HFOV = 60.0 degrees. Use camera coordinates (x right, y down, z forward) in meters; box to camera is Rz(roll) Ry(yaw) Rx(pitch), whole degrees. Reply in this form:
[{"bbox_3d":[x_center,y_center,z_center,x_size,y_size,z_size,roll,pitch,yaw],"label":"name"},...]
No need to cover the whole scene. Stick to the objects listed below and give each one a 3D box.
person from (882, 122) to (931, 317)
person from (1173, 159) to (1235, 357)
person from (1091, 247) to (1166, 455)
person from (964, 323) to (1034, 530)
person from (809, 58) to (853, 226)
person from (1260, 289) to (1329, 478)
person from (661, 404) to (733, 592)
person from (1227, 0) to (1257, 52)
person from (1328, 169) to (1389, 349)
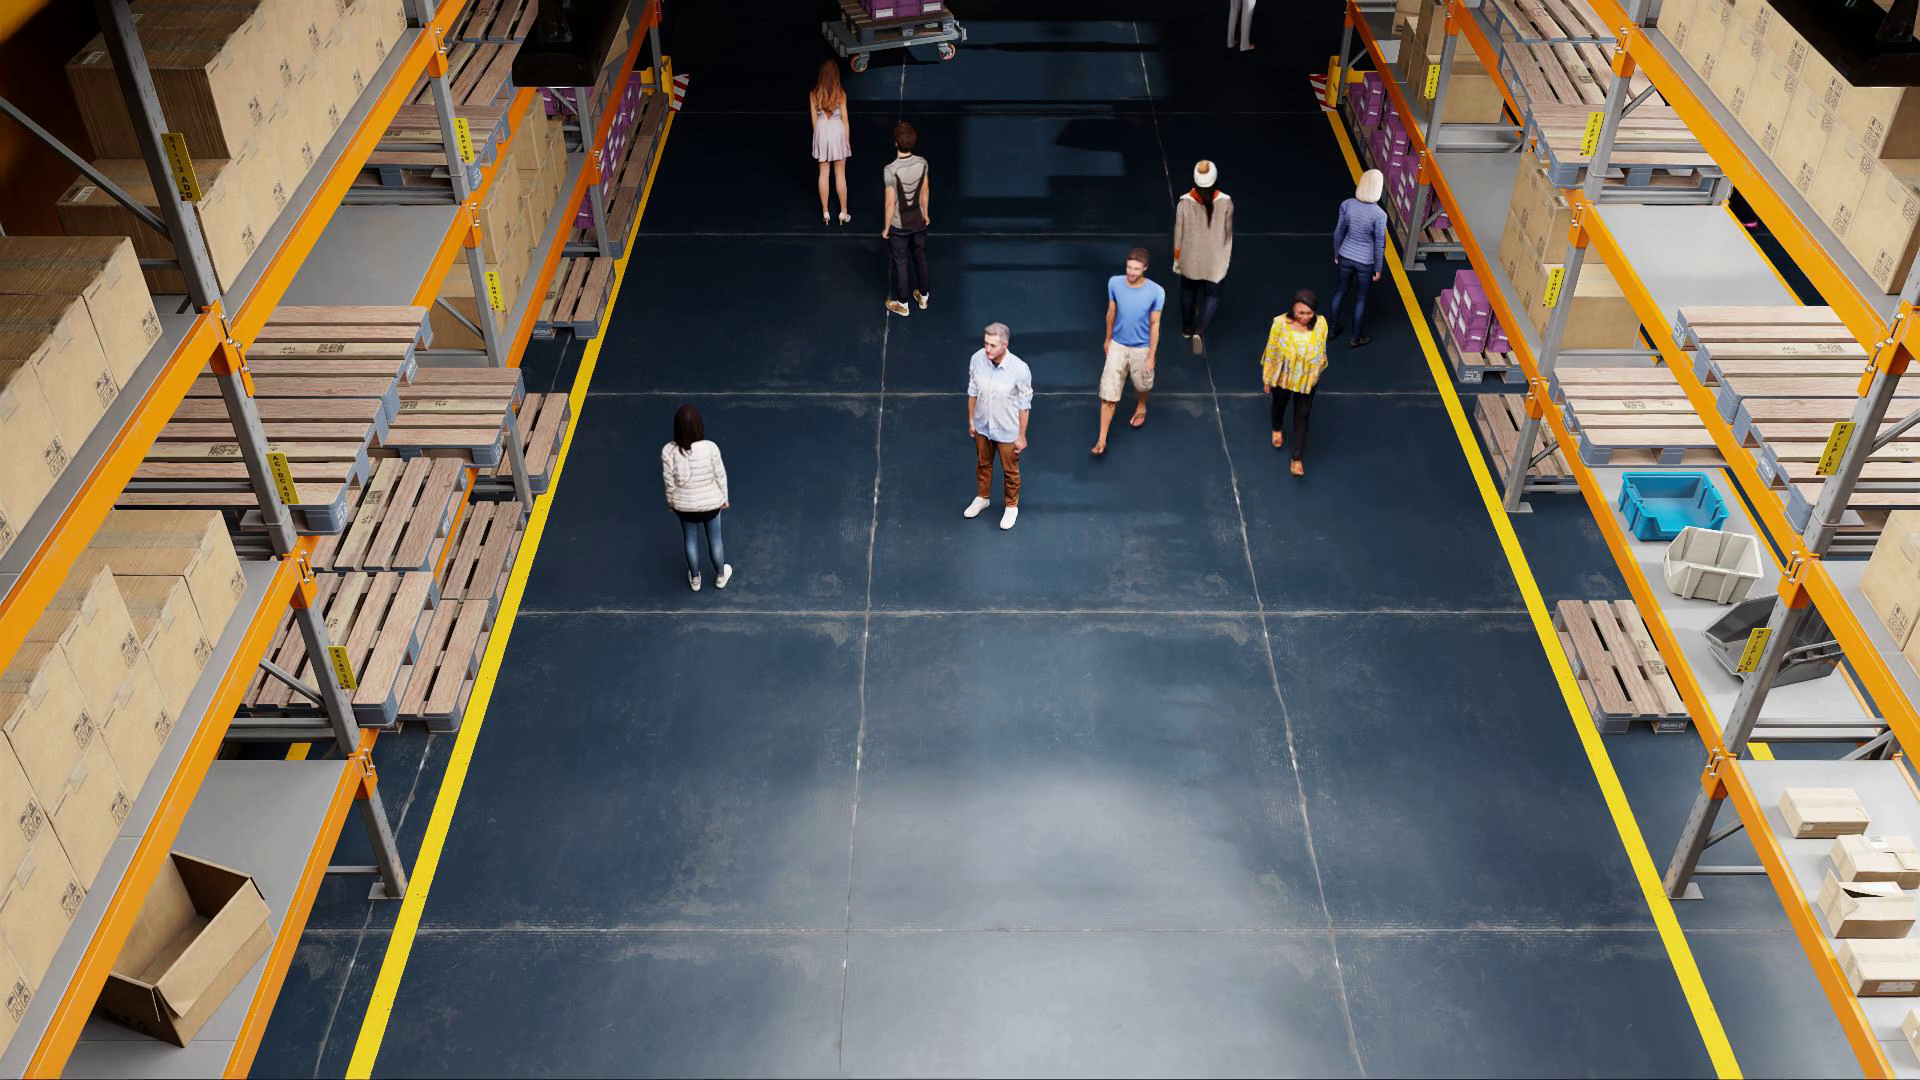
[{"bbox_3d":[-0.501,-3.002,15.598,0.735,1.894,0.736,-21,43,-25],"label":"person"},{"bbox_3d":[2.184,-2.545,15.045,0.857,1.868,1.083,10,40,12],"label":"person"},{"bbox_3d":[1.474,-1.671,13.994,0.934,1.814,1.295,12,40,15],"label":"person"},{"bbox_3d":[0.299,-0.920,13.045,0.766,1.825,0.736,18,42,21],"label":"person"},{"bbox_3d":[-1.324,-4.064,17.027,0.584,1.769,0.601,4,39,5],"label":"person"},{"bbox_3d":[2.750,-1.386,13.799,0.702,1.612,1.003,0,39,1],"label":"person"},{"bbox_3d":[-1.963,-0.312,12.433,0.626,1.638,0.560,-3,39,-4],"label":"person"},{"bbox_3d":[3.542,-6.985,20.680,0.681,1.776,0.731,29,47,31],"label":"person"},{"bbox_3d":[3.634,-2.576,15.184,0.719,1.744,0.763,29,47,31],"label":"person"}]
